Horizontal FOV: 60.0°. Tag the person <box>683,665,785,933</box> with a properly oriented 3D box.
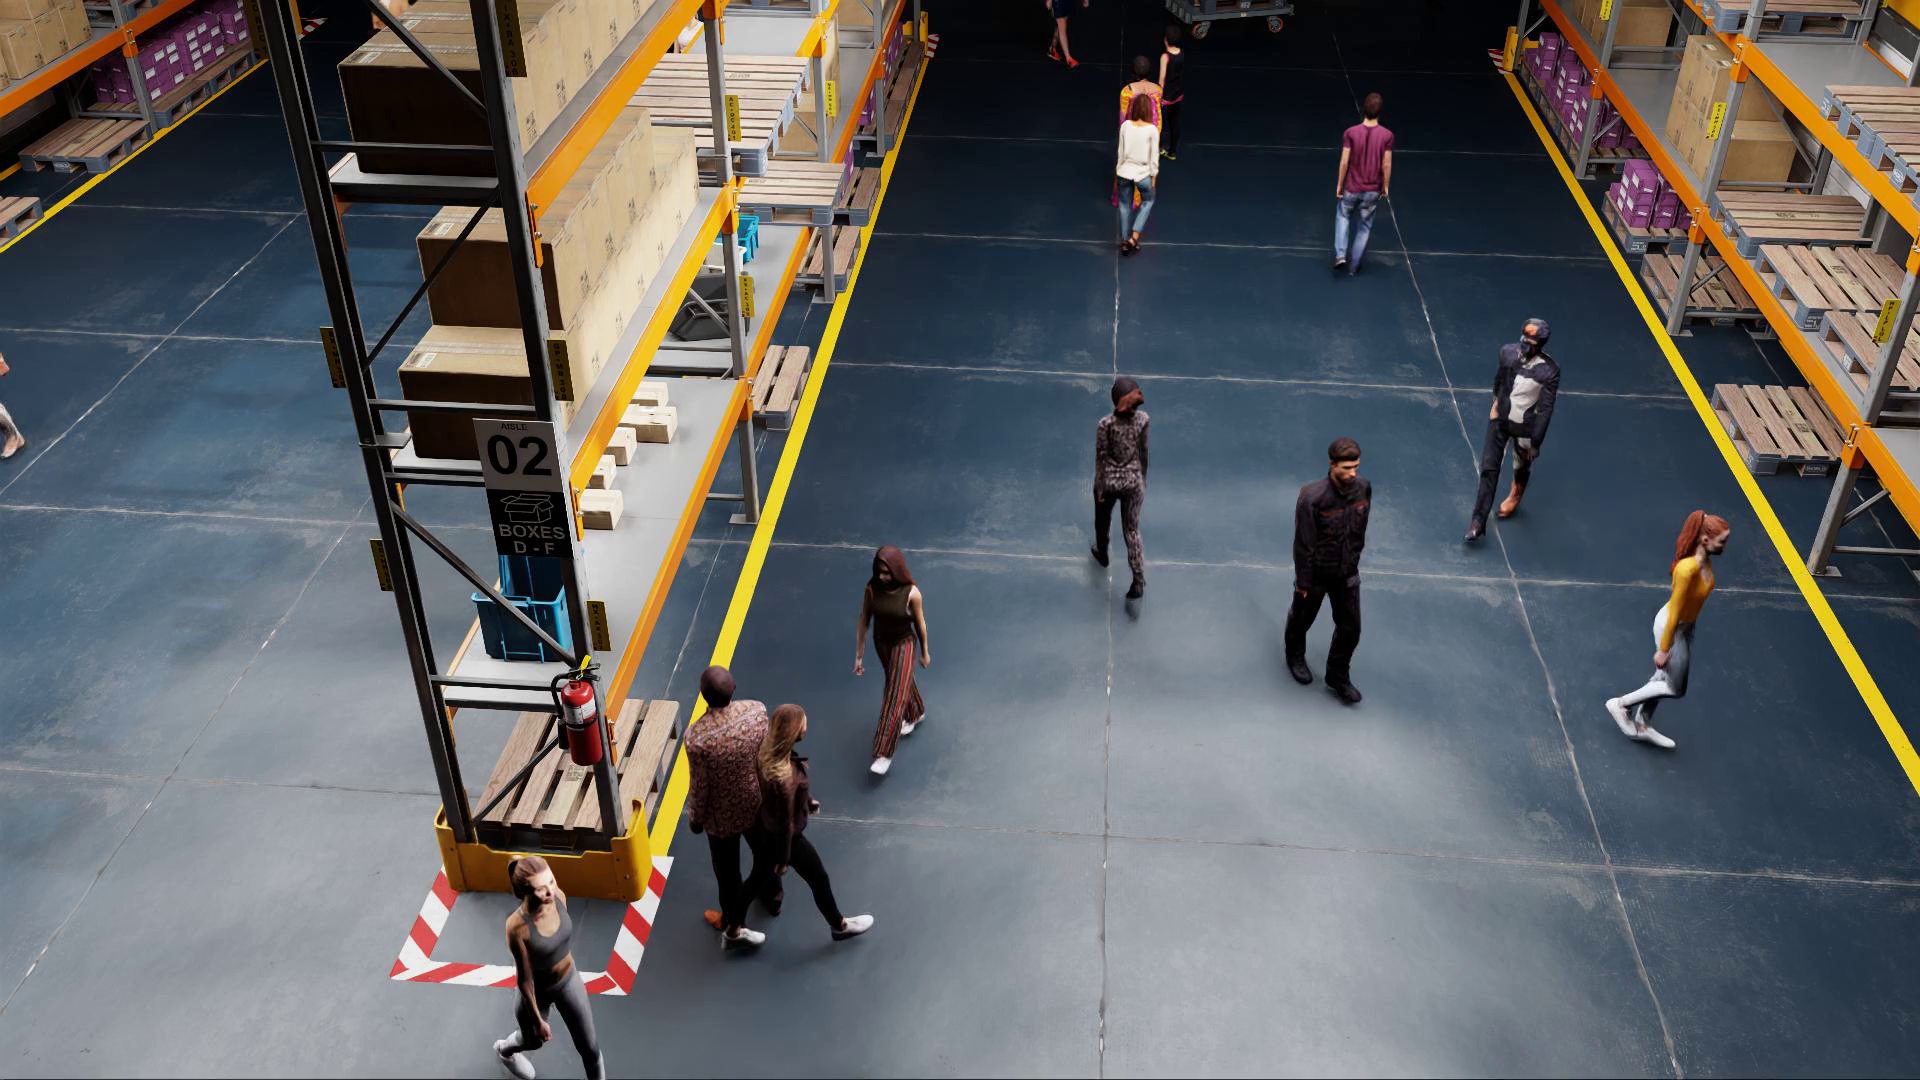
[{"bbox_3d":[-1.228,1.430,9.074,0.769,1.808,0.827,-25,41,-32],"label":"person"}]

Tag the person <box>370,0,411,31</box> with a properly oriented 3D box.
[{"bbox_3d":[-6.919,-6.155,20.540,0.678,1.747,0.729,2,34,3],"label":"person"}]

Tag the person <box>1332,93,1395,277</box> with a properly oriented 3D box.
[{"bbox_3d":[3.967,-3.452,16.390,0.730,1.839,0.789,8,35,12],"label":"person"}]

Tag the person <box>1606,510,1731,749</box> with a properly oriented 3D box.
[{"bbox_3d":[4.388,0.563,10.441,0.822,1.738,0.768,22,39,29],"label":"person"}]

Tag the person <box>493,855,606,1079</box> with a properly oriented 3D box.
[{"bbox_3d":[-2.067,2.172,8.082,0.991,1.670,1.119,21,39,28],"label":"person"}]

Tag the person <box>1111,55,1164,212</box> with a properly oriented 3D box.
[{"bbox_3d":[1.912,-4.419,17.995,0.755,1.674,0.781,-10,35,-14],"label":"person"}]

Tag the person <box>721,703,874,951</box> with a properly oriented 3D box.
[{"bbox_3d":[-1.041,1.604,8.946,1.004,1.658,1.093,-13,36,-18],"label":"person"}]

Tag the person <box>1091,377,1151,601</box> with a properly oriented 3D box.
[{"bbox_3d":[1.171,-0.345,11.858,0.856,1.681,1.204,-8,34,-12],"label":"person"}]

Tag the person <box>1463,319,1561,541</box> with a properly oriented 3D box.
[{"bbox_3d":[4.224,-0.902,12.566,1.246,1.827,1.100,-26,42,-34],"label":"person"}]

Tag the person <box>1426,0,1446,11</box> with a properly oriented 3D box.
[{"bbox_3d":[7.083,-8.695,24.386,0.724,1.719,0.504,2,34,4],"label":"person"}]

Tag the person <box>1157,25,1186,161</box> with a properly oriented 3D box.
[{"bbox_3d":[2.469,-5.135,19.192,0.648,1.541,0.701,-20,39,-27],"label":"person"}]

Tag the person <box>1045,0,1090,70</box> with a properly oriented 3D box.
[{"bbox_3d":[1.333,-7.226,22.098,1.068,1.806,1.240,-17,37,-24],"label":"person"}]

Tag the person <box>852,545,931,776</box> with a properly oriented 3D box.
[{"bbox_3d":[-0.375,0.648,10.507,0.800,1.523,1.074,15,36,21],"label":"person"}]

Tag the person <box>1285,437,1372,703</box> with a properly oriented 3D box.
[{"bbox_3d":[2.364,0.112,10.950,0.958,1.926,1.054,-13,36,-19],"label":"person"}]

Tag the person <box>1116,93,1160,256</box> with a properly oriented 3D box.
[{"bbox_3d":[1.757,-3.665,16.861,0.712,1.672,0.703,13,36,18],"label":"person"}]
